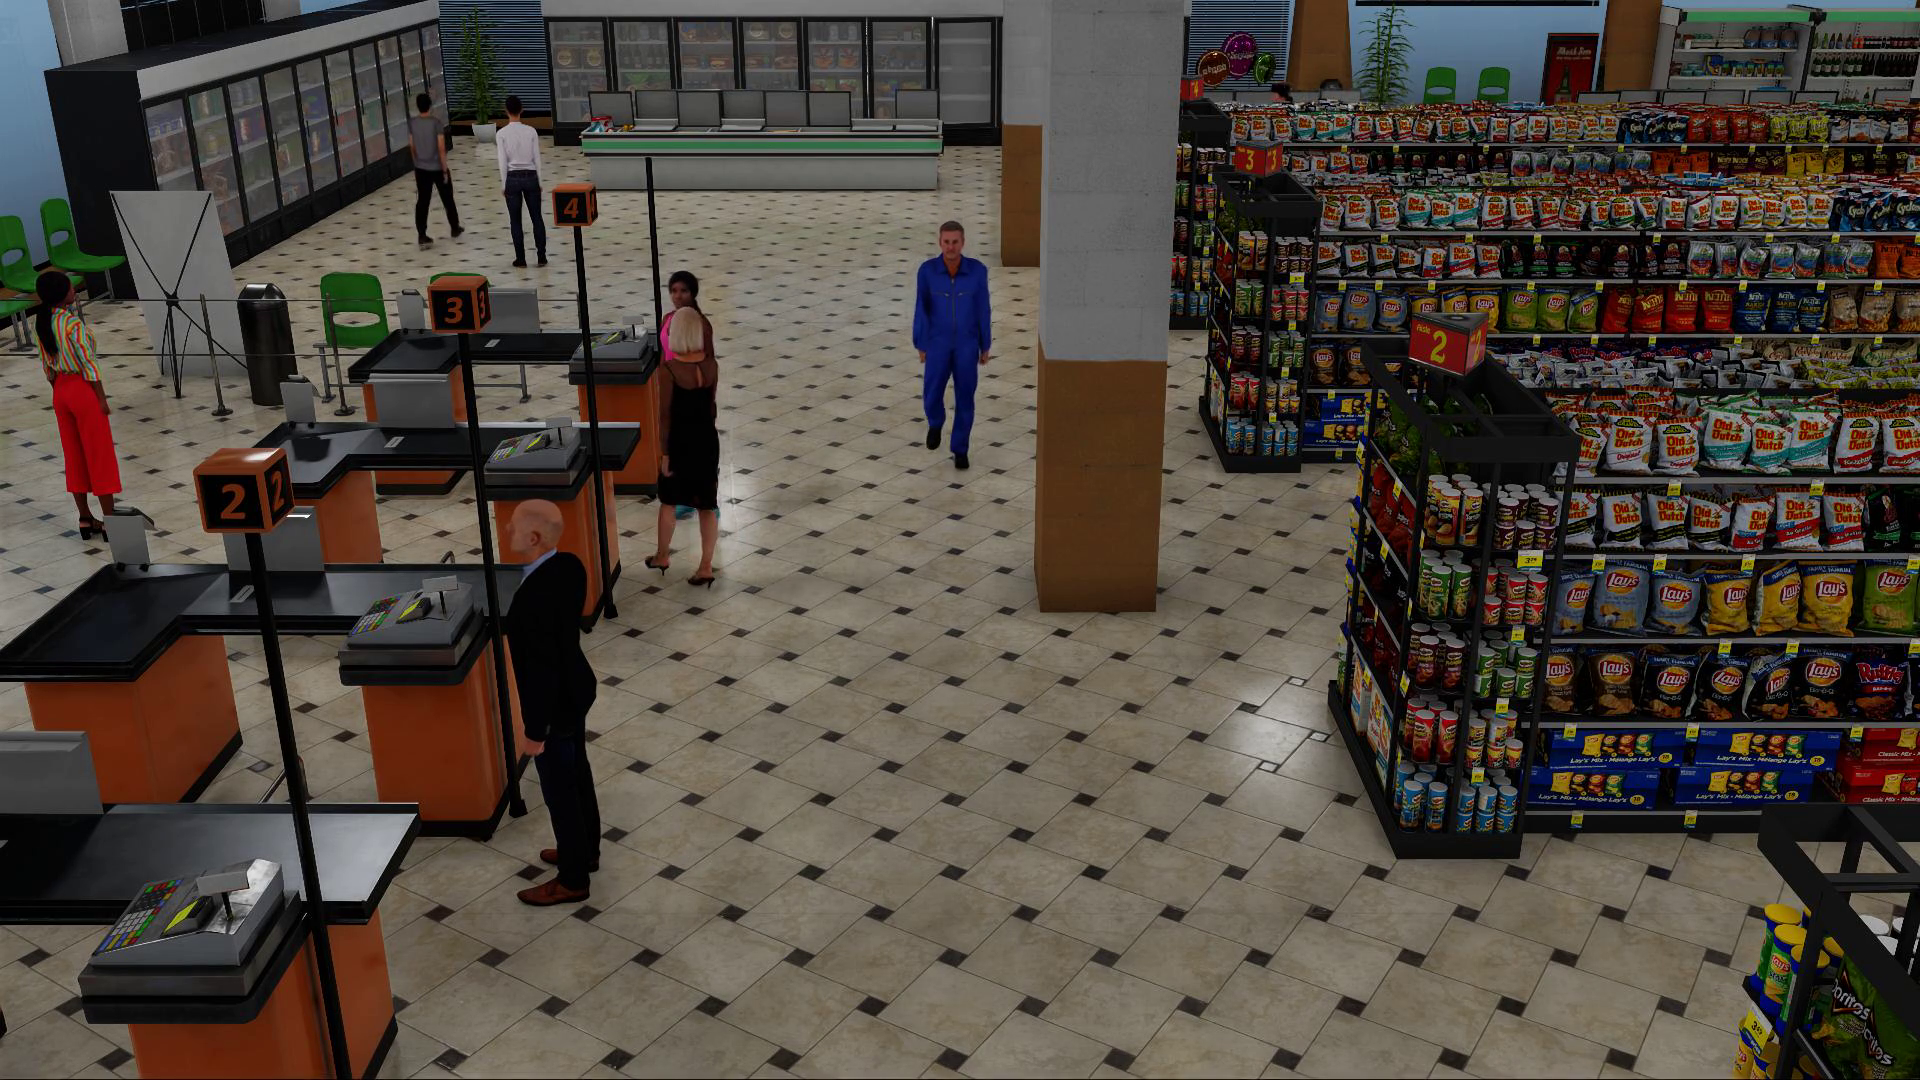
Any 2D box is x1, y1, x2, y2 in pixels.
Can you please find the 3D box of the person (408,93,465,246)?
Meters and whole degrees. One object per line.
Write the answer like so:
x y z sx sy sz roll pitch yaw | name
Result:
-6.214 -4.284 19.407 1.109 1.710 0.809 3 22 8 | person

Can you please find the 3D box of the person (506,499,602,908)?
-1.694 0.667 6.964 0.577 1.801 0.673 1 22 2 | person

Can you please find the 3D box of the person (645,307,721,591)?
-1.574 -0.514 10.007 0.865 1.724 0.908 -20 29 -40 | person

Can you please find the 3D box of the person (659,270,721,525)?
-1.795 -0.950 11.095 0.602 1.721 0.705 9 24 22 | person

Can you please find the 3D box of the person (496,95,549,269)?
-4.841 -3.954 18.375 0.657 1.868 0.766 -9 24 -22 | person

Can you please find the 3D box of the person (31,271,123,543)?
-5.705 -0.860 10.774 0.568 1.793 0.714 7 23 17 | person

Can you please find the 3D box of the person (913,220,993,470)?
-0.054 -1.447 12.210 0.705 1.813 0.812 -2 22 -4 | person
